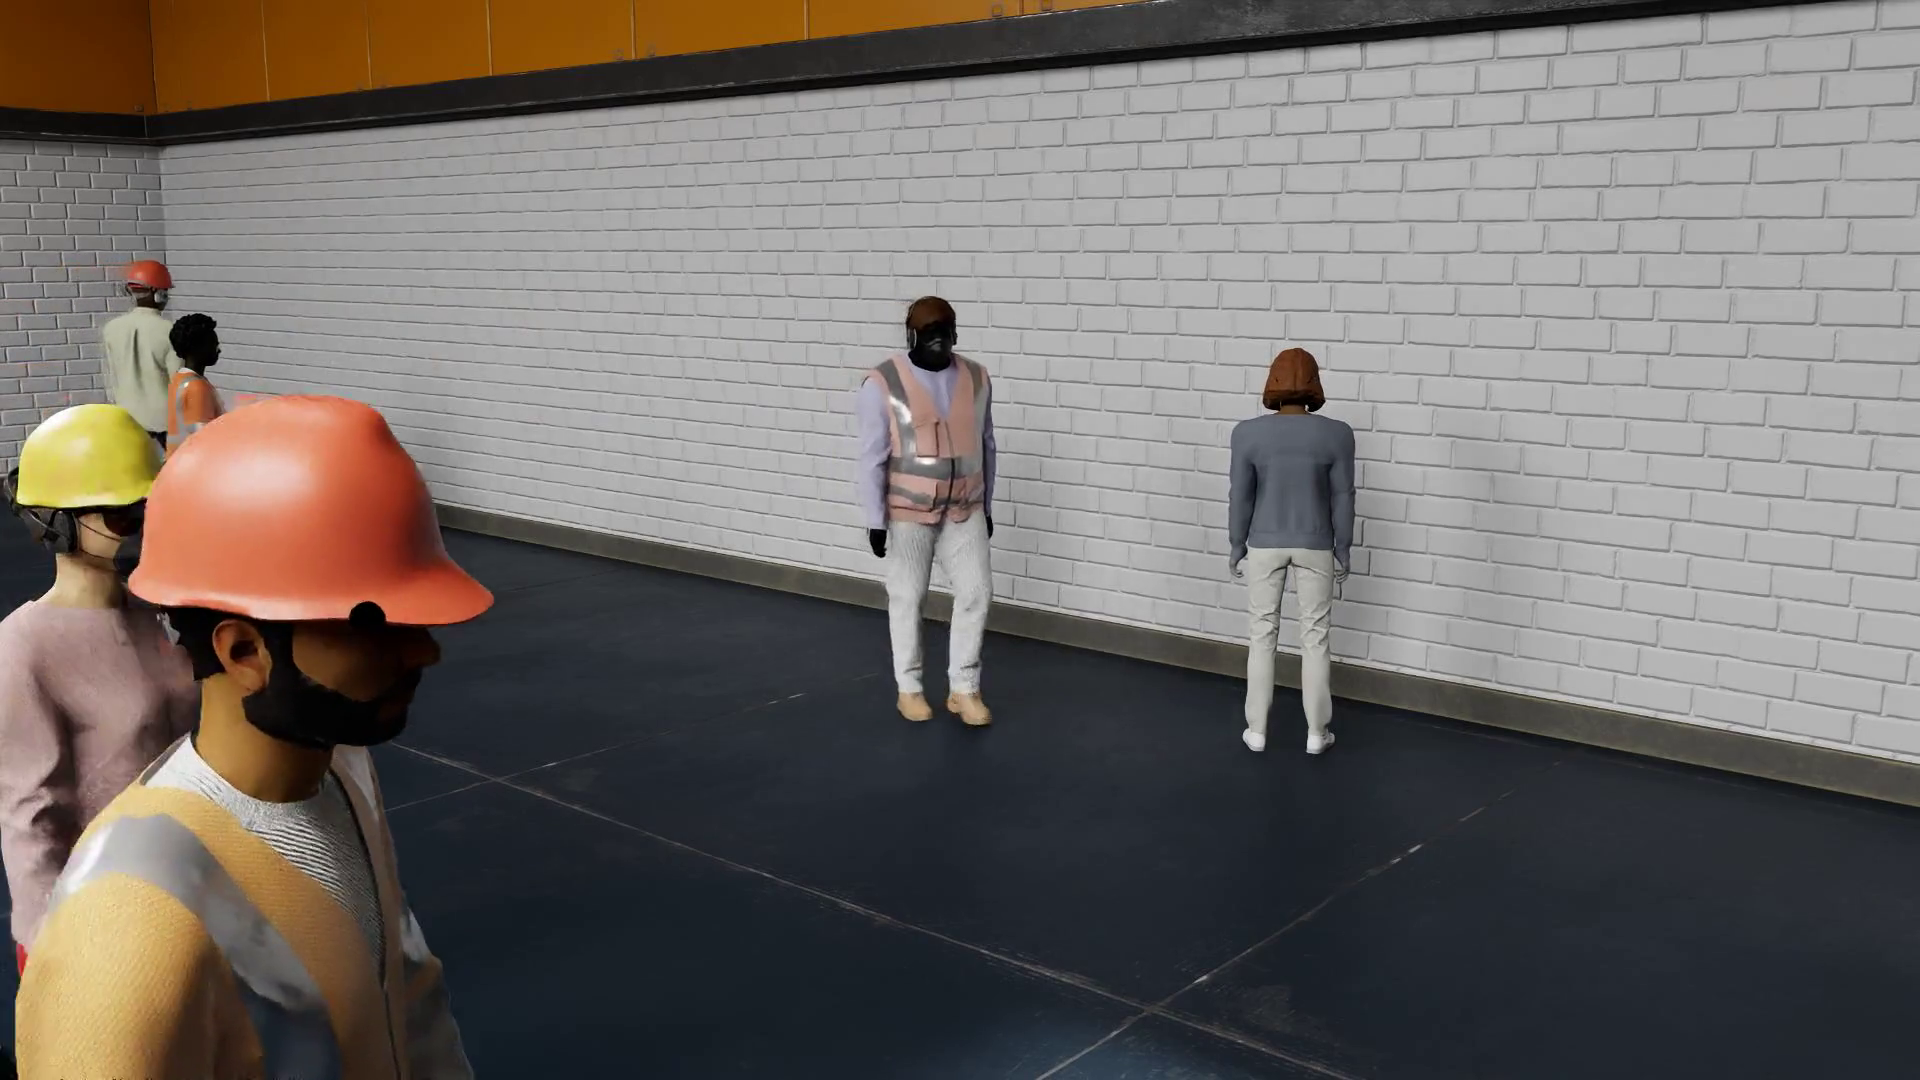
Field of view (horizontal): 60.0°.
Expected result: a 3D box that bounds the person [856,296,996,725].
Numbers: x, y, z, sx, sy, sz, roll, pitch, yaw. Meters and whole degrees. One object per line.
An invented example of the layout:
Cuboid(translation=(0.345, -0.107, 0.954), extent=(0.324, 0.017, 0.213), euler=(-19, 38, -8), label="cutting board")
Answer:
Cuboid(translation=(-0.092, -0.104, 6.994), extent=(0.650, 1.819, 0.638), euler=(-4, 11, -23), label="person")

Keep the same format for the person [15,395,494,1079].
Cuboid(translation=(-0.606, 0.801, 1.656), extent=(0.969, 1.881, 0.556), euler=(-2, 10, -10), label="person")

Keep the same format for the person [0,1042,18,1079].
Cuboid(translation=(-2.214, 0.513, 3.311), extent=(0.670, 1.885, 0.805), euler=(3, 10, 15), label="person")

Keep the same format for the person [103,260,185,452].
Cuboid(translation=(-5.124, -0.787, 10.518), extent=(0.616, 1.955, 1.002), euler=(1, 10, 8), label="person")

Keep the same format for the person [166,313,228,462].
Cuboid(translation=(-3.846, -0.296, 8.442), extent=(0.317, 1.695, 0.540), euler=(-7, 12, -34), label="person")

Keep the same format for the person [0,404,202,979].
Cuboid(translation=(-1.435, 0.649, 2.873), extent=(0.312, 1.768, 0.522), euler=(0, 10, 1), label="person")

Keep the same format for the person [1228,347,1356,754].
Cuboid(translation=(1.322, 0.049, 6.664), extent=(0.498, 1.633, 0.286), euler=(2, 10, 13), label="person")
